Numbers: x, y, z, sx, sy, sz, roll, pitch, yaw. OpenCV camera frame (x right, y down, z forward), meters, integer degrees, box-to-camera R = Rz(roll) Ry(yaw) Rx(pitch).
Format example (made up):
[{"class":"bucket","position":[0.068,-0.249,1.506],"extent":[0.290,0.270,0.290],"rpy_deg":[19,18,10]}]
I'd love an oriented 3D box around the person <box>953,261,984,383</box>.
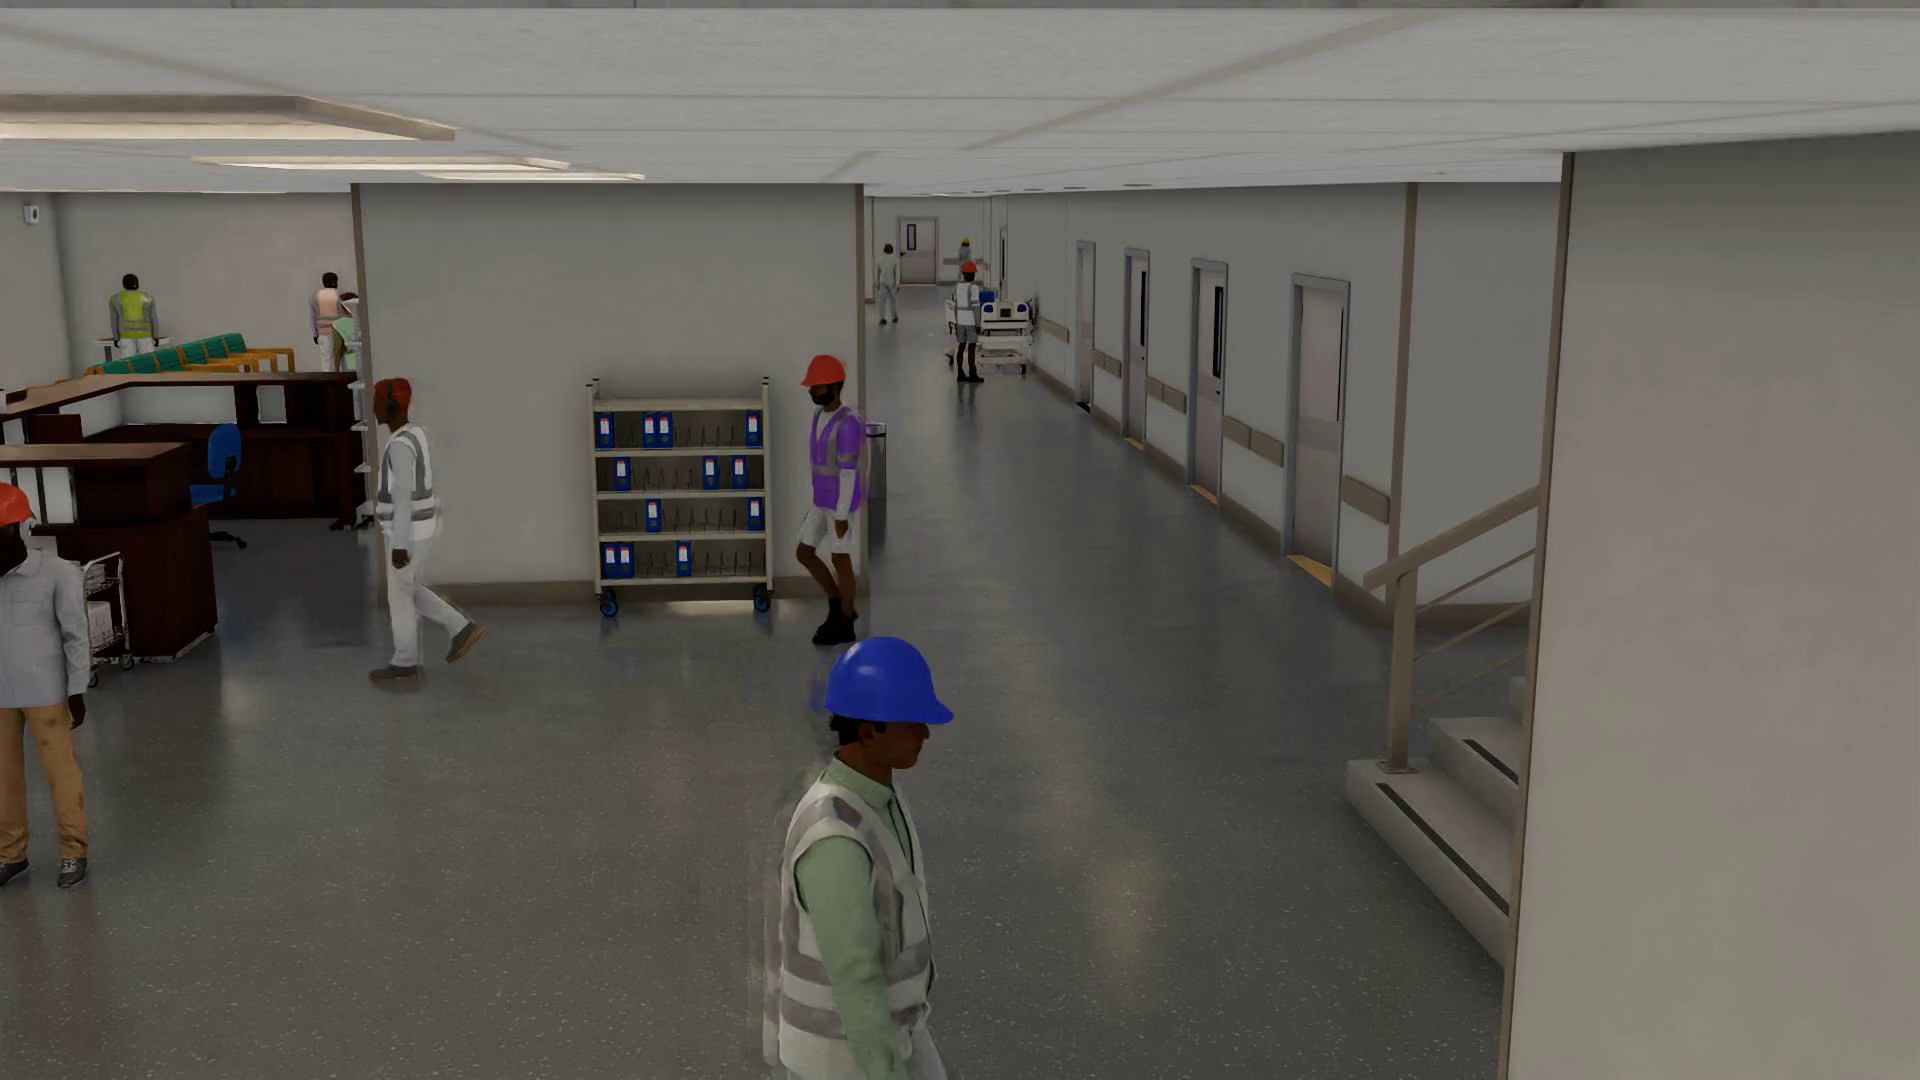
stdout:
[{"class":"person","position":[0.139,-3.497,26.707],"extent":[0.542,1.938,0.358],"rpy_deg":[11,16,43]}]

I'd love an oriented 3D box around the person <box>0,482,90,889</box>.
[{"class":"person","position":[-3.976,0.618,7.036],"extent":[0.563,1.755,0.320],"rpy_deg":[-1,12,-6]}]

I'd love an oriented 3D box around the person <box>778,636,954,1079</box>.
[{"class":"person","position":[-0.110,1.173,3.943],"extent":[0.913,1.910,0.624],"rpy_deg":[2,12,11]}]

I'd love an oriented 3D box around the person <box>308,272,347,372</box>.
[{"class":"person","position":[-9.413,-3.098,24.999],"extent":[0.629,1.840,0.429],"rpy_deg":[-1,12,-5]}]

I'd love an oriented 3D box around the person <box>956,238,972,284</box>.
[{"class":"person","position":[0.155,-8.887,53.626],"extent":[0.494,1.701,0.897],"rpy_deg":[7,13,31]}]

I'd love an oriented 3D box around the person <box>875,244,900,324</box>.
[{"class":"person","position":[-1.713,-6.070,39.412],"extent":[0.648,1.889,1.014],"rpy_deg":[3,12,14]}]

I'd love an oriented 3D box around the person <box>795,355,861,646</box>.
[{"class":"person","position":[-0.853,-0.248,10.859],"extent":[0.404,1.922,0.577],"rpy_deg":[-7,13,-29]}]

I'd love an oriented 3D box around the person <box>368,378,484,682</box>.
[{"class":"person","position":[-3.300,-0.055,10.064],"extent":[0.581,1.869,0.578],"rpy_deg":[-3,12,-12]}]

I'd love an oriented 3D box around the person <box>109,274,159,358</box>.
[{"class":"person","position":[-12.113,-2.986,24.447],"extent":[0.629,1.840,0.429],"rpy_deg":[-5,13,-23]}]
